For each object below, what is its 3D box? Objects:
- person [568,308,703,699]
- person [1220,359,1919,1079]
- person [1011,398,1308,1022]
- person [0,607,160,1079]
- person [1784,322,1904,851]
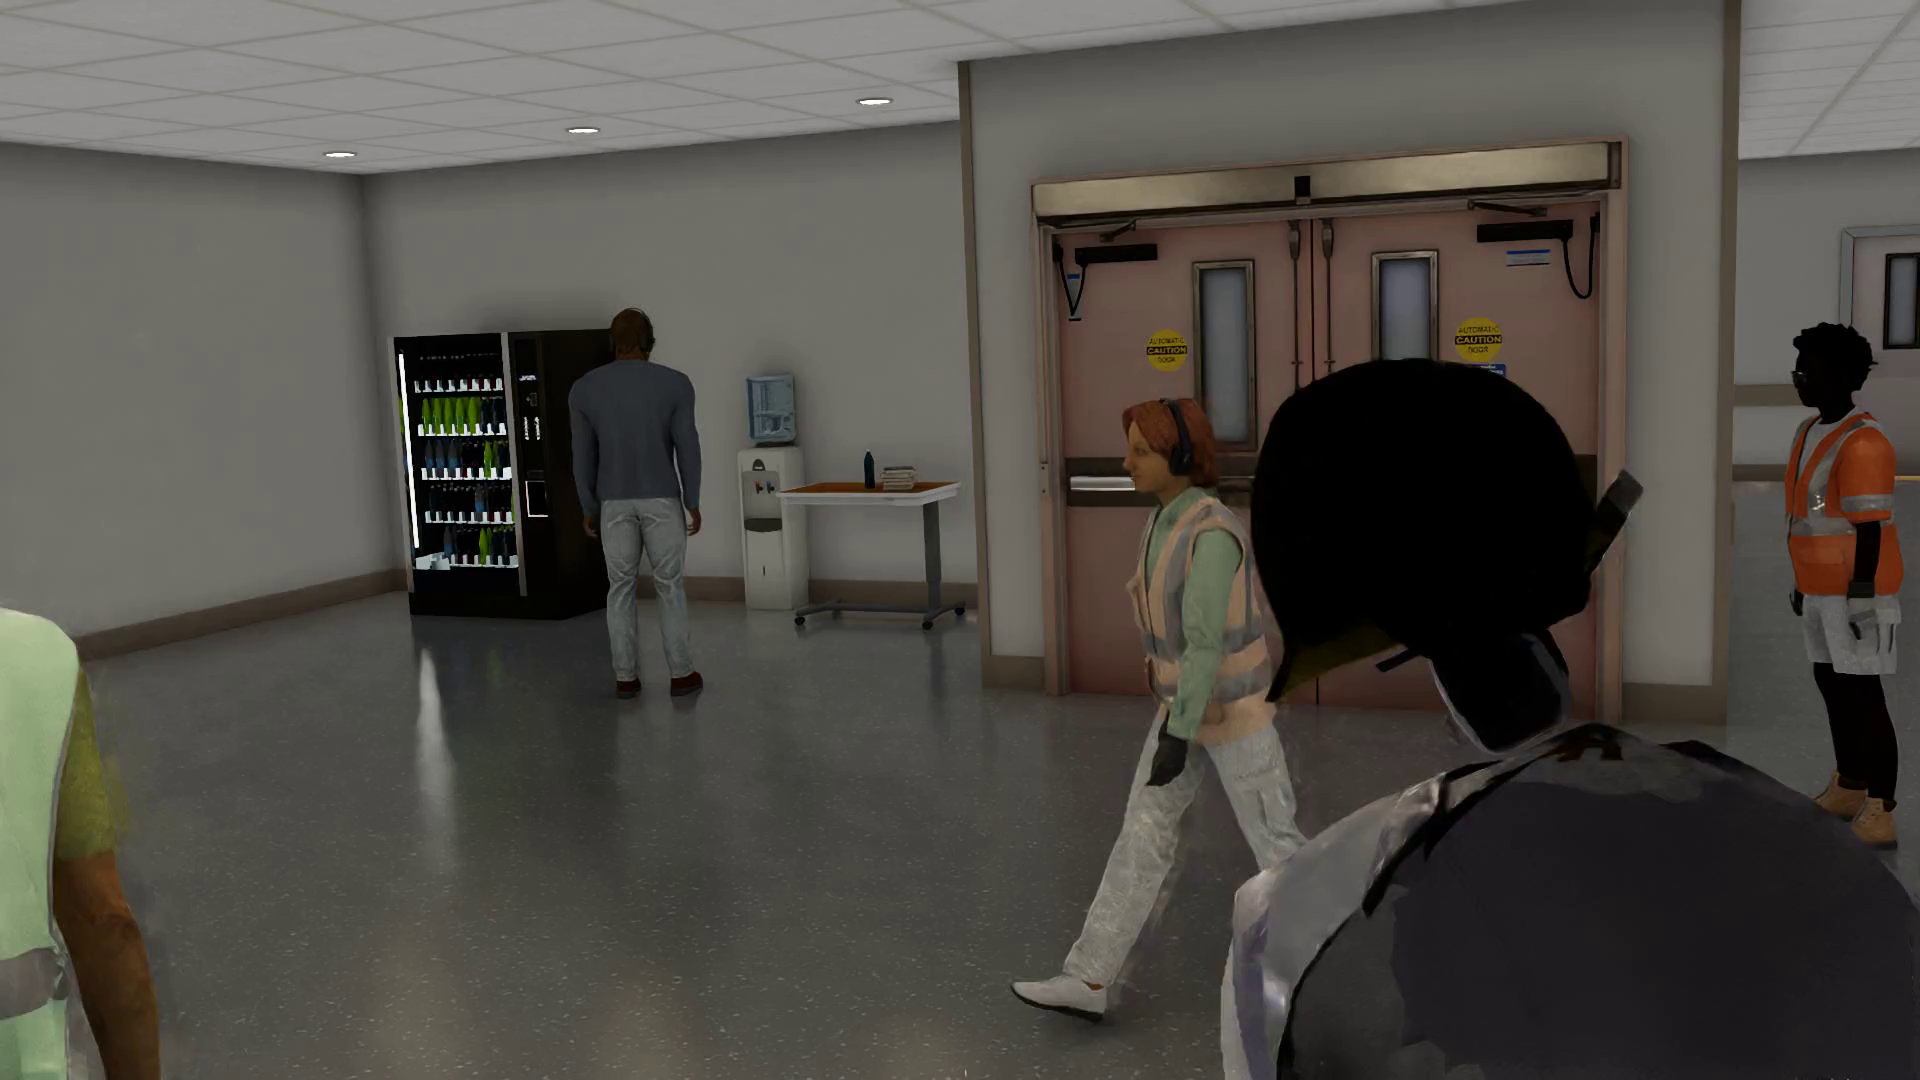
[{"bbox_3d":[-1.584,-0.171,8.237,0.630,1.923,0.366,-2,7,1],"label":"person"},{"bbox_3d":[0.434,0.763,0.993,0.671,1.782,0.410,2,9,30],"label":"person"},{"bbox_3d":[0.563,0.443,4.107,0.881,1.582,0.510,-4,8,-13],"label":"person"},{"bbox_3d":[-1.165,0.709,1.729,0.616,1.818,0.582,2,9,30],"label":"person"},{"bbox_3d":[2.832,0.147,5.349,0.321,1.690,0.547,-1,8,10],"label":"person"}]
